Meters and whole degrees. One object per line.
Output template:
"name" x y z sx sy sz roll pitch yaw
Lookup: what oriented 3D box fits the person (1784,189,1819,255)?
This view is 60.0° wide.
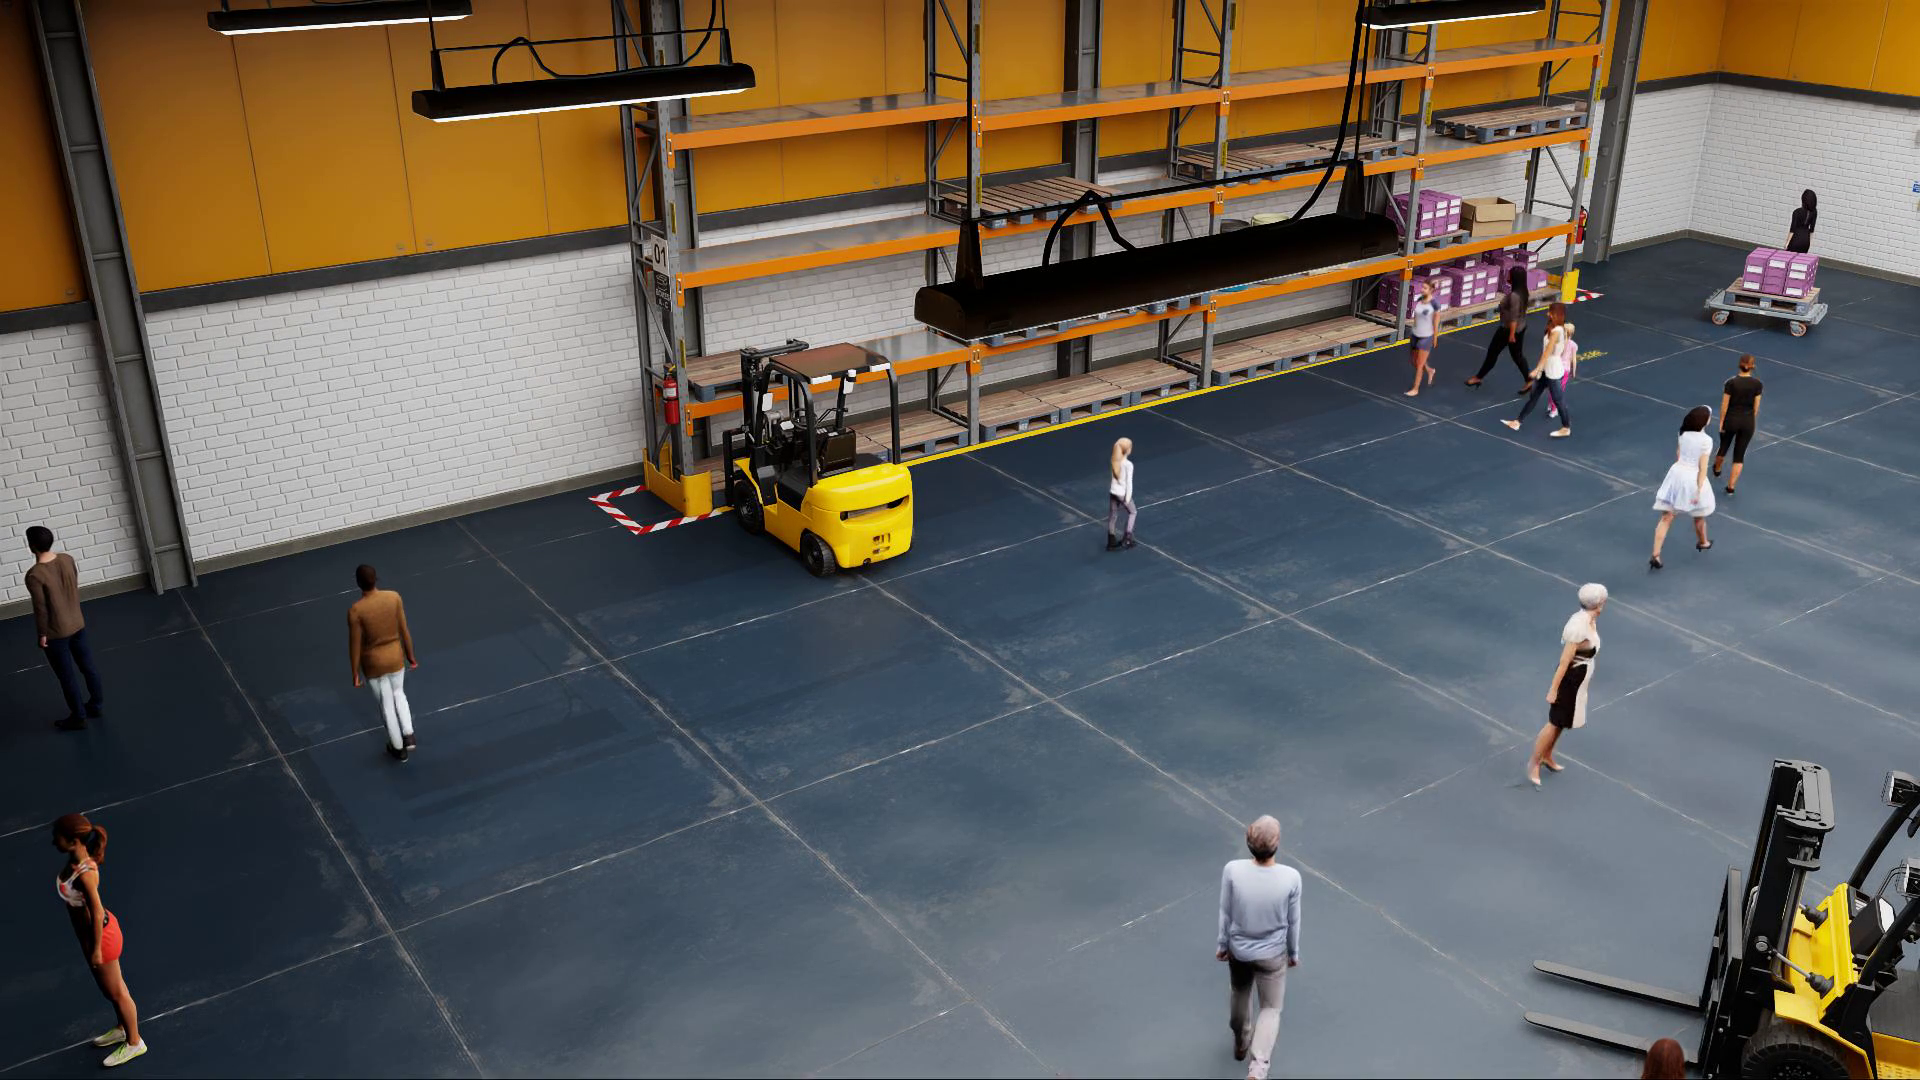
"person" 13.751 -4.838 27.266 0.576 1.805 0.719 -3 24 -8

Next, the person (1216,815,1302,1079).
"person" 1.813 2.583 10.208 1.091 1.870 1.221 7 25 15

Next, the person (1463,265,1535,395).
"person" 7.599 -2.788 22.603 0.989 1.784 1.187 15 28 31

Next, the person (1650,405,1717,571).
"person" 7.513 -0.493 17.378 1.184 1.764 0.644 -15 28 -30

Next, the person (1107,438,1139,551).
"person" 1.693 -0.481 17.970 0.597 1.267 0.523 -21 31 -40

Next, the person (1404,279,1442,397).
"person" 6.412 -2.791 22.836 0.919 1.603 0.594 -14 27 -29

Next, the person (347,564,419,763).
"person" -4.737 1.049 13.797 0.606 1.806 0.774 -21 31 -39

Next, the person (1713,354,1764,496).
"person" 9.099 -1.318 19.437 1.012 1.626 1.156 7 25 17

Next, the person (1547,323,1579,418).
"person" 7.930 -2.243 22.006 0.586 1.263 0.622 17 29 33

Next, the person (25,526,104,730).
"person" -7.772 0.743 14.395 0.801 1.889 0.728 6 24 13

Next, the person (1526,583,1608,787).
"person" 4.914 1.182 13.600 0.914 1.722 0.734 21 31 40

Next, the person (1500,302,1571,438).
"person" 7.617 -2.113 21.115 1.161 1.739 1.069 2 24 5

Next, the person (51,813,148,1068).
"person" -5.440 2.499 10.499 0.554 1.792 0.556 -15 28 -31
